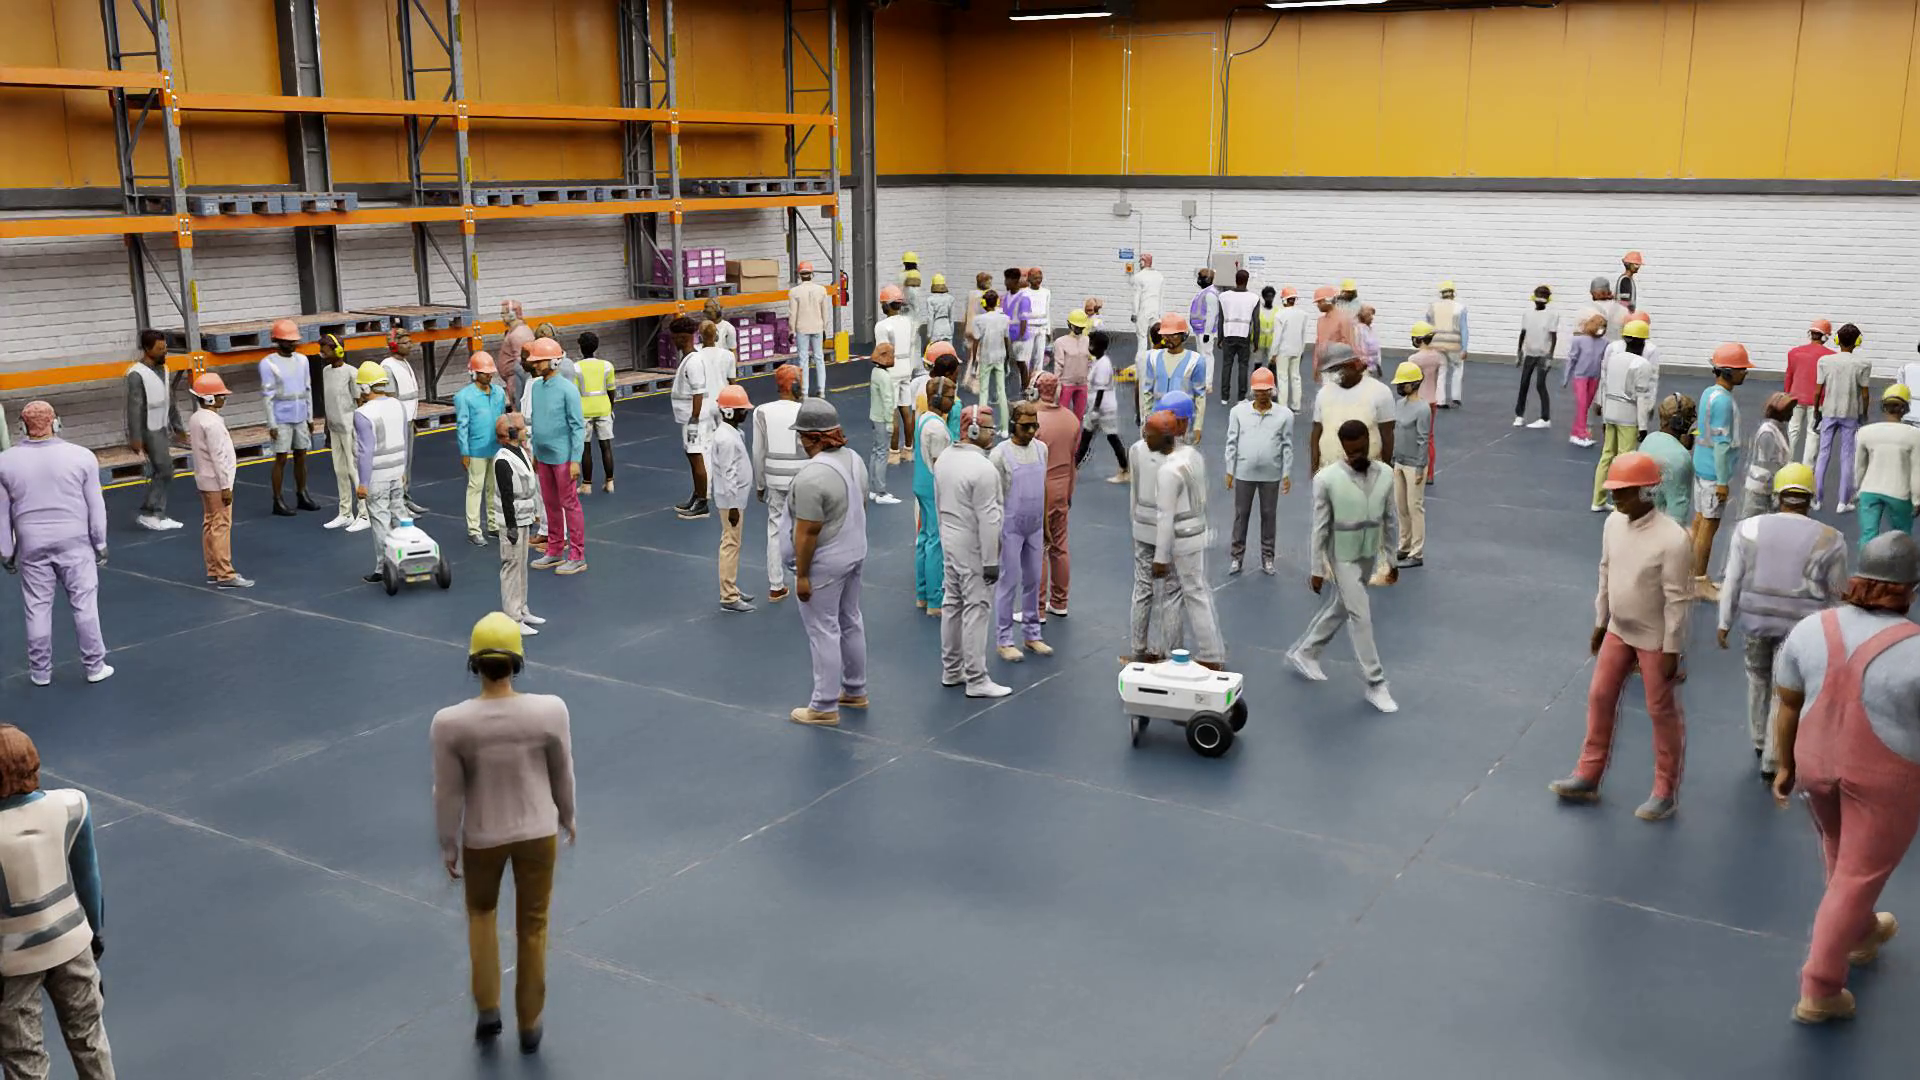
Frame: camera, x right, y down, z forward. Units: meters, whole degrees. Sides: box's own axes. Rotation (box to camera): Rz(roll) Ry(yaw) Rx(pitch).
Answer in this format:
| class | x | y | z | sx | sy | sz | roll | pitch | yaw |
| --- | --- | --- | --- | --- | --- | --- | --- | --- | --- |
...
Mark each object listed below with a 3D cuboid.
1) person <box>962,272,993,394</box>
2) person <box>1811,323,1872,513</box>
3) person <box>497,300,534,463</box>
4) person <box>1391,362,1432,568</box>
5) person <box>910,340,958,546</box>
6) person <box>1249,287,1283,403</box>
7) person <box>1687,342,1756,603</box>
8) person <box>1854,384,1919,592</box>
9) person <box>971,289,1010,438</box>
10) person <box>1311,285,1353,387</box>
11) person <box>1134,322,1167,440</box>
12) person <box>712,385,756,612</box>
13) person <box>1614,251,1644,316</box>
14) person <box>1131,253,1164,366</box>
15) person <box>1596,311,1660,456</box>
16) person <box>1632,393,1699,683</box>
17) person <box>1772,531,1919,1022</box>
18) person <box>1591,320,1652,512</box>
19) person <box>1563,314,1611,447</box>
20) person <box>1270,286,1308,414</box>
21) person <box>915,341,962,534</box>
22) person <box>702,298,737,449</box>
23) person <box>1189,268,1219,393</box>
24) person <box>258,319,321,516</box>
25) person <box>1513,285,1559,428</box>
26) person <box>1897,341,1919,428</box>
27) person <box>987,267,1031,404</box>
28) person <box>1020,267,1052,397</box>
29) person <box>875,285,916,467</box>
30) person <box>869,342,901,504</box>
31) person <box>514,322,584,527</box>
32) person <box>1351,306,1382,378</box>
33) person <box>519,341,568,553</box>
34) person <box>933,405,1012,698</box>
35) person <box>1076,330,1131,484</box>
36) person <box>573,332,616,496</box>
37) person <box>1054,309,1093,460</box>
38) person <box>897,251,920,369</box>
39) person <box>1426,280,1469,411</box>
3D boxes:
| class | x | y | z | sx | sy | sz | roll | pitch | yaw |
| --- | --- | --- | --- | --- | --- | --- | --- | --- | --- |
| person | 0.275 | -3.052 | 24.568 | 0.418 | 1.817 | 0.627 | -8 | 15 | -32 |
| person | 8.680 | -1.202 | 16.397 | 0.510 | 1.871 | 0.328 | 9 | 16 | 35 |
| person | -4.957 | -1.730 | 18.610 | 0.404 | 1.904 | 0.651 | -2 | 13 | -10 |
| person | 3.823 | -0.646 | 14.237 | 0.344 | 1.758 | 0.532 | -3 | 13 | -14 |
| person | -0.210 | -0.840 | 14.816 | 0.513 | 1.877 | 0.328 | -10 | 16 | -36 |
| person | 4.343 | -2.762 | 23.642 | 0.548 | 1.640 | 0.913 | 2 | 13 | 7 |
| person | 5.983 | -0.537 | 13.127 | 0.378 | 2.045 | 0.605 | 3 | 13 | 13 |
| person | 7.307 | -0.362 | 13.053 | 0.863 | 1.717 | 0.538 | -12 | 18 | -43 |
| person | 0.389 | -2.188 | 20.706 | 0.511 | 1.860 | 0.319 | -4 | 13 | -15 |
| person | 4.428 | -2.065 | 19.959 | 0.575 | 1.948 | 0.685 | -5 | 14 | -20 |
| person | 1.959 | -1.258 | 16.677 | 0.338 | 1.857 | 0.525 | -12 | 18 | -43 |
| person | -1.737 | -0.328 | 12.857 | 0.335 | 1.749 | 0.575 | -2 | 13 | -7 |
| person | 10.280 | -3.429 | 25.681 | 0.394 | 2.040 | 0.609 | 4 | 14 | 18 |
| person | 3.084 | -3.795 | 27.605 | 0.639 | 1.896 | 0.402 | -11 | 17 | -39 |
| person | 7.001 | -1.438 | 17.376 | 0.552 | 1.882 | 0.982 | 2 | 13 | 7 |
| person | 4.700 | -0.023 | 11.128 | 0.364 | 1.939 | 0.636 | 0 | 13 | 2 |
| person | 3.782 | 0.915 | 6.838 | 0.982 | 2.000 | 0.686 | -7 | 15 | -27 |
| person | 6.493 | -1.183 | 16.222 | 0.401 | 1.916 | 0.585 | -5 | 14 | -20 |
| person | 7.615 | -1.908 | 20.038 | 0.520 | 1.596 | 0.793 | -2 | 13 | -9 |
| person | 4.435 | -2.565 | 22.562 | 0.573 | 1.749 | 0.342 | -7 | 15 | -29 |
| person | -0.165 | -0.628 | 13.630 | 0.377 | 1.995 | 0.608 | -6 | 14 | -24 |
| person | -2.875 | -1.953 | 19.720 | 0.517 | 1.836 | 0.341 | 8 | 15 | 30 |
| person | 3.623 | -3.110 | 24.727 | 0.429 | 1.846 | 0.629 | -1 | 13 | -3 |
| person | -6.529 | -1.195 | 16.253 | 0.411 | 1.927 | 0.547 | 8 | 15 | 31 |
| person | 7.450 | -2.379 | 21.540 | 0.360 | 1.851 | 0.573 | -13 | 18 | -44 |
| person | 9.765 | -1.239 | 16.954 | 0.319 | 1.691 | 0.540 | -6 | 14 | -25 |
| person | 0.663 | -2.837 | 23.317 | 0.774 | 1.938 | 0.630 | -9 | 16 | -34 |
| person | 1.086 | -3.037 | 24.321 | 0.585 | 1.882 | 0.343 | -8 | 15 | -31 |
| person | -0.761 | -1.852 | 18.834 | 0.393 | 2.044 | 0.609 | 11 | 17 | 39 |
| person | -0.776 | -1.190 | 16.860 | 0.270 | 1.632 | 0.504 | -4 | 13 | -16 |
| person | -3.881 | -1.085 | 15.735 | 0.635 | 1.938 | 0.354 | 4 | 13 | 15 |
| person | 5.170 | -2.213 | 21.368 | 0.524 | 1.607 | 0.801 | -12 | 18 | -43 |
| person | -3.715 | -0.832 | 14.789 | 0.354 | 1.877 | 0.572 | -9 | 16 | -34 |
| person | 0.089 | 0.068 | 10.814 | 0.399 | 1.905 | 0.642 | -7 | 15 | -28 |
| person | 1.430 | -1.410 | 17.757 | 0.891 | 1.644 | 0.538 | 0 | 13 | -2 |
| person | -3.816 | -1.306 | 17.223 | 0.542 | 1.695 | 0.316 | -9 | 16 | -36 |
| person | 1.321 | -1.774 | 19.122 | 0.524 | 1.760 | 0.326 | -7 | 15 | -29 |
| person | -0.843 | -3.808 | 27.570 | 0.366 | 1.927 | 0.591 | -6 | 14 | -25 |
| person | 6.753 | -2.675 | 22.968 | 0.638 | 1.788 | 0.573 | 9 | 16 | 35 |
